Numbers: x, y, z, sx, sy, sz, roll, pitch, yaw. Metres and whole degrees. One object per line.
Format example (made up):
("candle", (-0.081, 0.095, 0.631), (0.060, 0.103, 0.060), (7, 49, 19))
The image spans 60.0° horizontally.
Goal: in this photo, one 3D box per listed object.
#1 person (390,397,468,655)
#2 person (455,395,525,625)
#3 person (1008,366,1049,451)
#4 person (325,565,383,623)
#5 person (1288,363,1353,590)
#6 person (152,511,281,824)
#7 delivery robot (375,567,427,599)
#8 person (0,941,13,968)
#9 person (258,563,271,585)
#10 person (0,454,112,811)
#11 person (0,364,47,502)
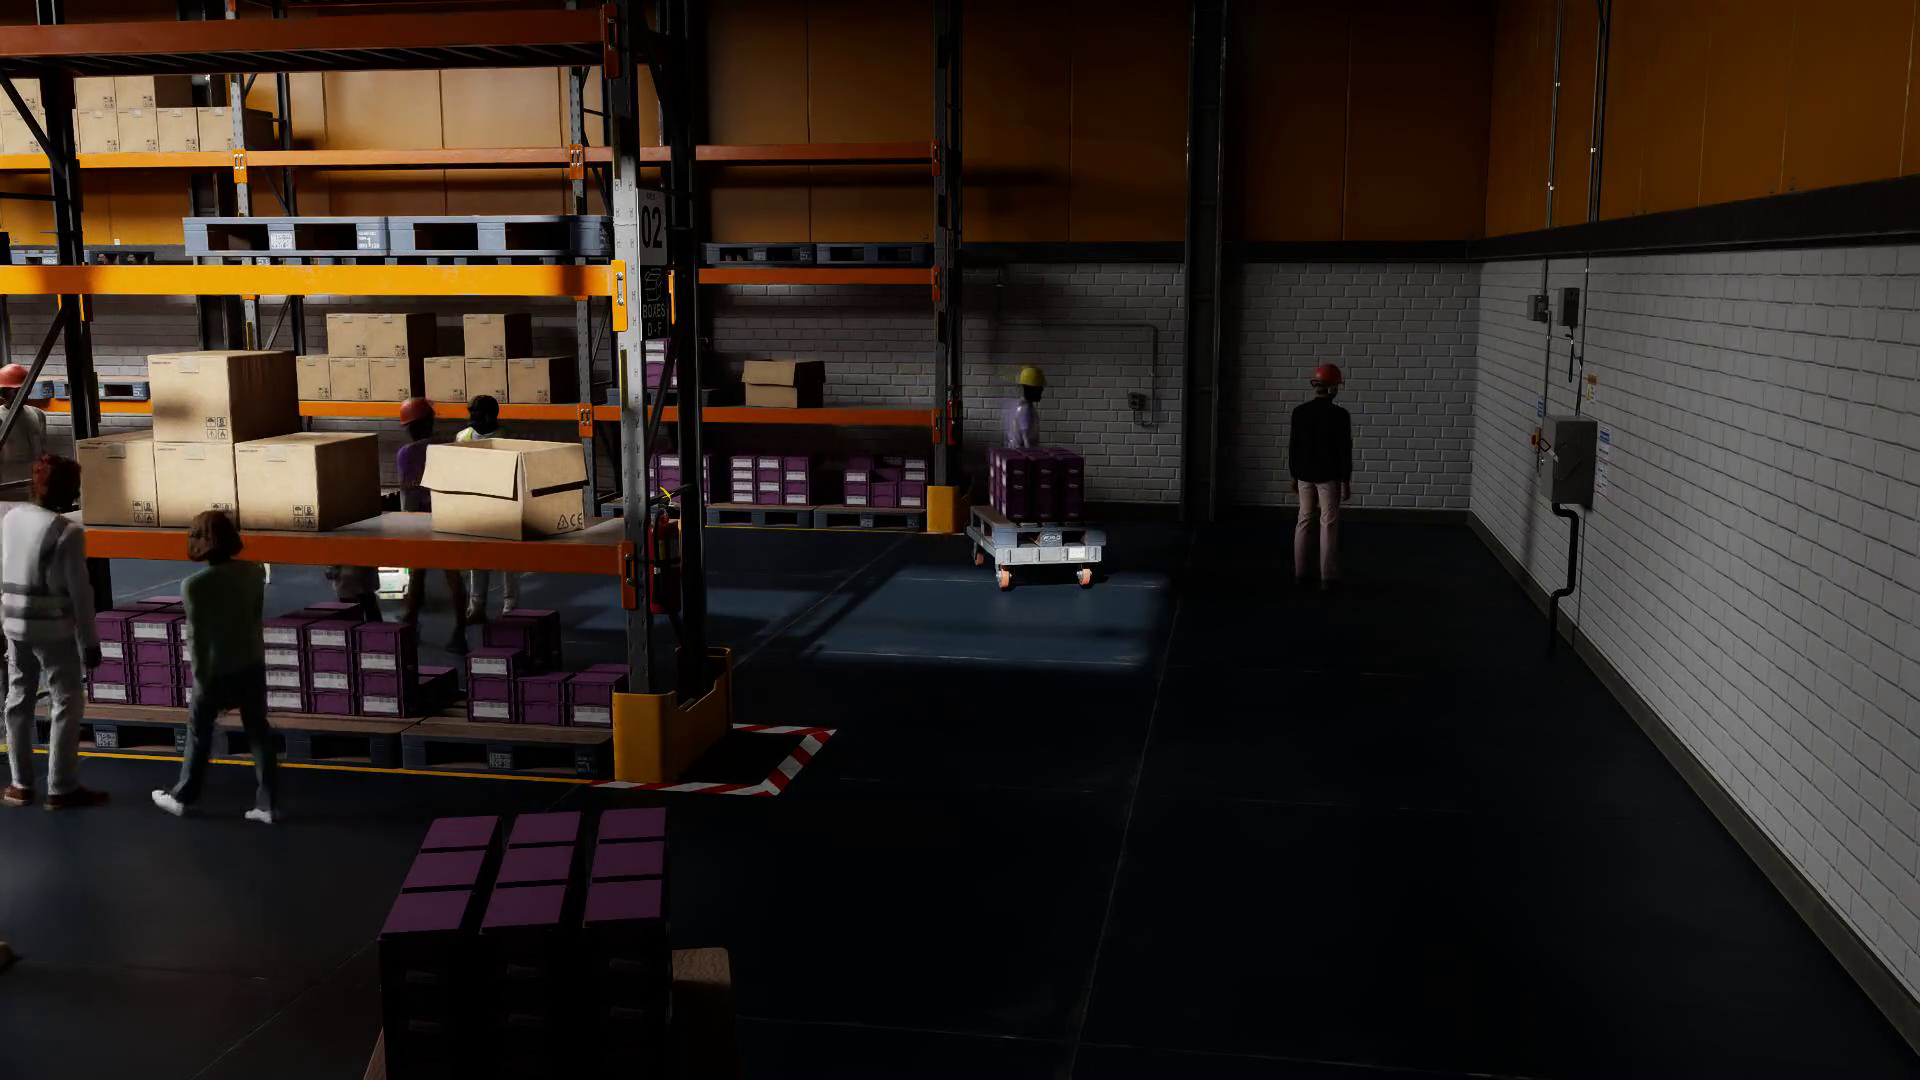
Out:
("person", (-3.934, -0.115, 12.325), (0.563, 1.869, 0.981), (-9, 13, -44))
("person", (-3.714, -0.228, 13.127), (0.624, 1.841, 0.430), (2, 9, 15))
("person", (0.722, -0.773, 16.402), (0.953, 1.868, 0.614), (0, 9, -2))
("person", (-4.185, 0.112, 11.451), (0.317, 1.695, 0.539), (2, 9, 11))
("person", (3.200, -0.560, 14.700), (0.396, 1.992, 0.623), (-9, 12, -43))
("person", (-3.781, 0.646, 8.450), (0.730, 1.603, 0.508), (5, 10, 29))
("delivery robot", (-4.718, 0.231, 13.958), (0.477, 0.478, 0.707), (-1, 9, -5))
("person", (-4.136, 0.738, 6.507), (0.677, 2.000, 0.536), (-1, 9, -3))
("person", (-6.327, -0.377, 14.672), (0.310, 1.636, 0.523), (3, 10, 18))
("person", (-4.808, 0.484, 8.656), (0.708, 1.865, 0.346), (3, 10, 17))
("person", (-7.784, -0.441, 13.815), (0.393, 2.041, 0.613), (3, 10, 20))
